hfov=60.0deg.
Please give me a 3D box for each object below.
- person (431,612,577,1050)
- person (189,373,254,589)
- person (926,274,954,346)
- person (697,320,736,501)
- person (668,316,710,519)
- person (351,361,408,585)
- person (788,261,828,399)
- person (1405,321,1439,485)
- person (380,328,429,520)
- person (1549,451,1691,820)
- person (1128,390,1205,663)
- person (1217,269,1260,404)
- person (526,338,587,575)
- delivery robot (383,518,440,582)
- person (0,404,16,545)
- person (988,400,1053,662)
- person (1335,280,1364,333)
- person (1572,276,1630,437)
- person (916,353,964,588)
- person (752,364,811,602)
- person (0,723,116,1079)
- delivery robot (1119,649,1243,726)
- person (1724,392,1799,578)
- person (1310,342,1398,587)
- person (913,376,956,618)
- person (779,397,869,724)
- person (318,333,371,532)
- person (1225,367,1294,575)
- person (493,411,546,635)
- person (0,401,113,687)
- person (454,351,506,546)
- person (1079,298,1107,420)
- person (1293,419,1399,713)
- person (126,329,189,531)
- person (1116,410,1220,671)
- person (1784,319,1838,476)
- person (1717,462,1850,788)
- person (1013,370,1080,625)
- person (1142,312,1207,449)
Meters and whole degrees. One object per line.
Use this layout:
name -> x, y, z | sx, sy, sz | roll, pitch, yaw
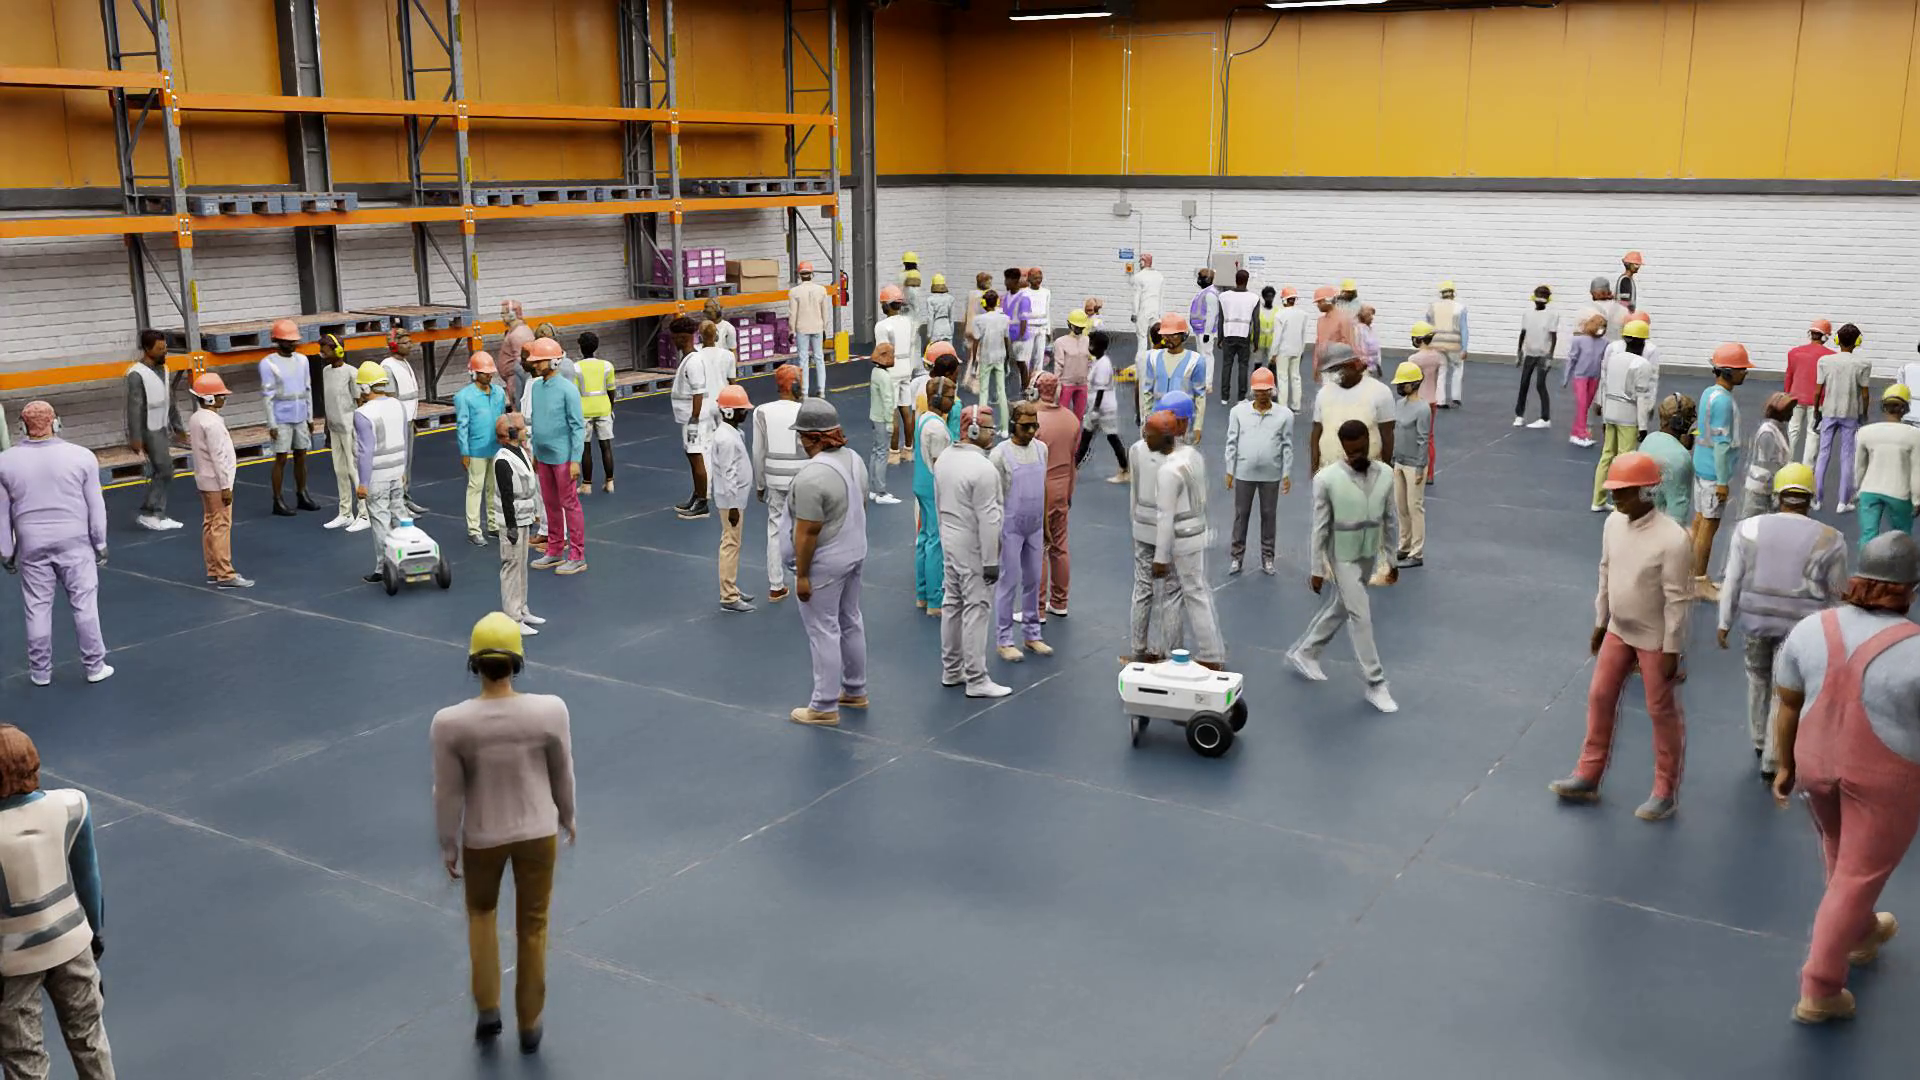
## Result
person -> -1.766, 1.139, 6.504 | 0.530, 1.750, 0.390 | -3, 13, -14
person -> -6.036, -0.483, 13.530 | 0.326, 1.752, 0.560 | -10, 17, -38
person -> -0.310, -3.109, 24.947 | 0.487, 1.741, 0.312 | -9, 16, -34
person -> -2.516, -1.310, 16.920 | 0.506, 1.844, 0.343 | -4, 14, -17
person -> -2.620, -1.188, 16.137 | 0.370, 1.956, 0.616 | -3, 13, -13
person -> -4.760, -0.549, 13.642 | 0.404, 1.830, 0.601 | 4, 14, 16
person -> -2.203, -3.034, 24.078 | 0.610, 1.989, 0.392 | -7, 15, -28
person -> 4.881, -1.444, 17.691 | 0.518, 1.756, 0.342 | -12, 18, -42
person -> -5.426, -1.128, 16.119 | 0.389, 1.848, 0.563 | -1, 13, -3
person -> 3.553, 0.509, 8.806 | 0.648, 1.964, 0.621 | -5, 14, -20
person -> 1.392, -0.037, 11.189 | 0.603, 1.944, 0.412 | 12, 17, 42
person -> 3.936, -2.862, 23.523 | 0.601, 1.906, 0.411 | 4, 13, 15
person -> -3.406, -0.703, 13.958 | 0.623, 1.992, 0.396 | 11, 17, 39
delivery robot -> -4.500, 0.066, 13.568 | 0.477, 0.478, 0.707 | -8, 15, -30
person -> -8.561, -0.648, 14.504 | 0.516, 1.636, 0.314 | -9, 16, -34
person -> 0.419, -0.067, 11.552 | 0.519, 1.836, 0.348 | -10, 16, -37
person -> 5.720, -3.001, 24.588 | 0.498, 1.689, 0.923 | -1, 13, -5
person -> 7.973, -2.304, 20.798 | 0.700, 2.000, 0.575 | -1, 13, -5
person -> -0.146, -0.565, 13.539 | 0.392, 1.914, 0.593 | -9, 16, -35
person -> -1.331, -0.435, 13.032 | 0.584, 1.884, 0.337 | 4, 14, 16
person -> -3.115, 1.406, 5.585 | 0.314, 1.639, 0.517 | 8, 15, 32
delivery robot -> 1.317, 0.898, 9.961 | 0.707, 0.478, 0.477 | 5, 14, 21
person -> 6.649, -0.390, 13.456 | 0.515, 1.599, 0.829 | -13, 18, -43
person -> 3.224, -0.654, 13.641 | 0.778, 2.000, 0.545 | 9, 16, 34
person -> -0.180, -0.327, 12.670 | 0.343, 1.839, 0.506 | -4, 14, -17
person -> -0.862, 0.111, 10.324 | 0.535, 2.000, 0.680 | 6, 14, 25
person -> -5.782, -1.001, 15.556 | 0.532, 1.854, 0.324 | 8, 15, 31
person -> 2.499, -0.573, 13.917 | 0.561, 1.753, 0.327 | 2, 13, 8
person -> -3.263, -0.127, 12.228 | 0.309, 1.643, 0.514 | -1, 13, -2
person -> -6.015, 0.025, 11.042 | 0.662, 1.896, 0.401 | -4, 13, -15
person -> -4.283, -0.834, 15.054 | 0.342, 1.749, 0.573 | 8, 15, 31
person -> 1.752, -2.379, 22.005 | 0.309, 1.641, 0.514 | -9, 16, -34
person -> 2.515, 0.110, 10.762 | 0.629, 1.851, 0.996 | -7, 15, -28
person -> -7.520, -1.015, 15.529 | 0.453, 1.898, 0.631 | -1, 13, -3
person -> 1.394, 0.034, 11.114 | 0.815, 1.833, 0.579 | 2, 13, 8
person -> 9.305, -1.548, 18.184 | 0.354, 1.739, 0.571 | -11, 17, -40
person -> 4.649, 0.457, 9.365 | 0.639, 1.789, 0.768 | 10, 16, 37
person -> 0.606, -0.321, 12.494 | 0.407, 1.906, 0.655 | 11, 17, 40
person -> 1.993, -1.116, 15.638 | 0.614, 2.042, 0.373 | 7, 15, 28
